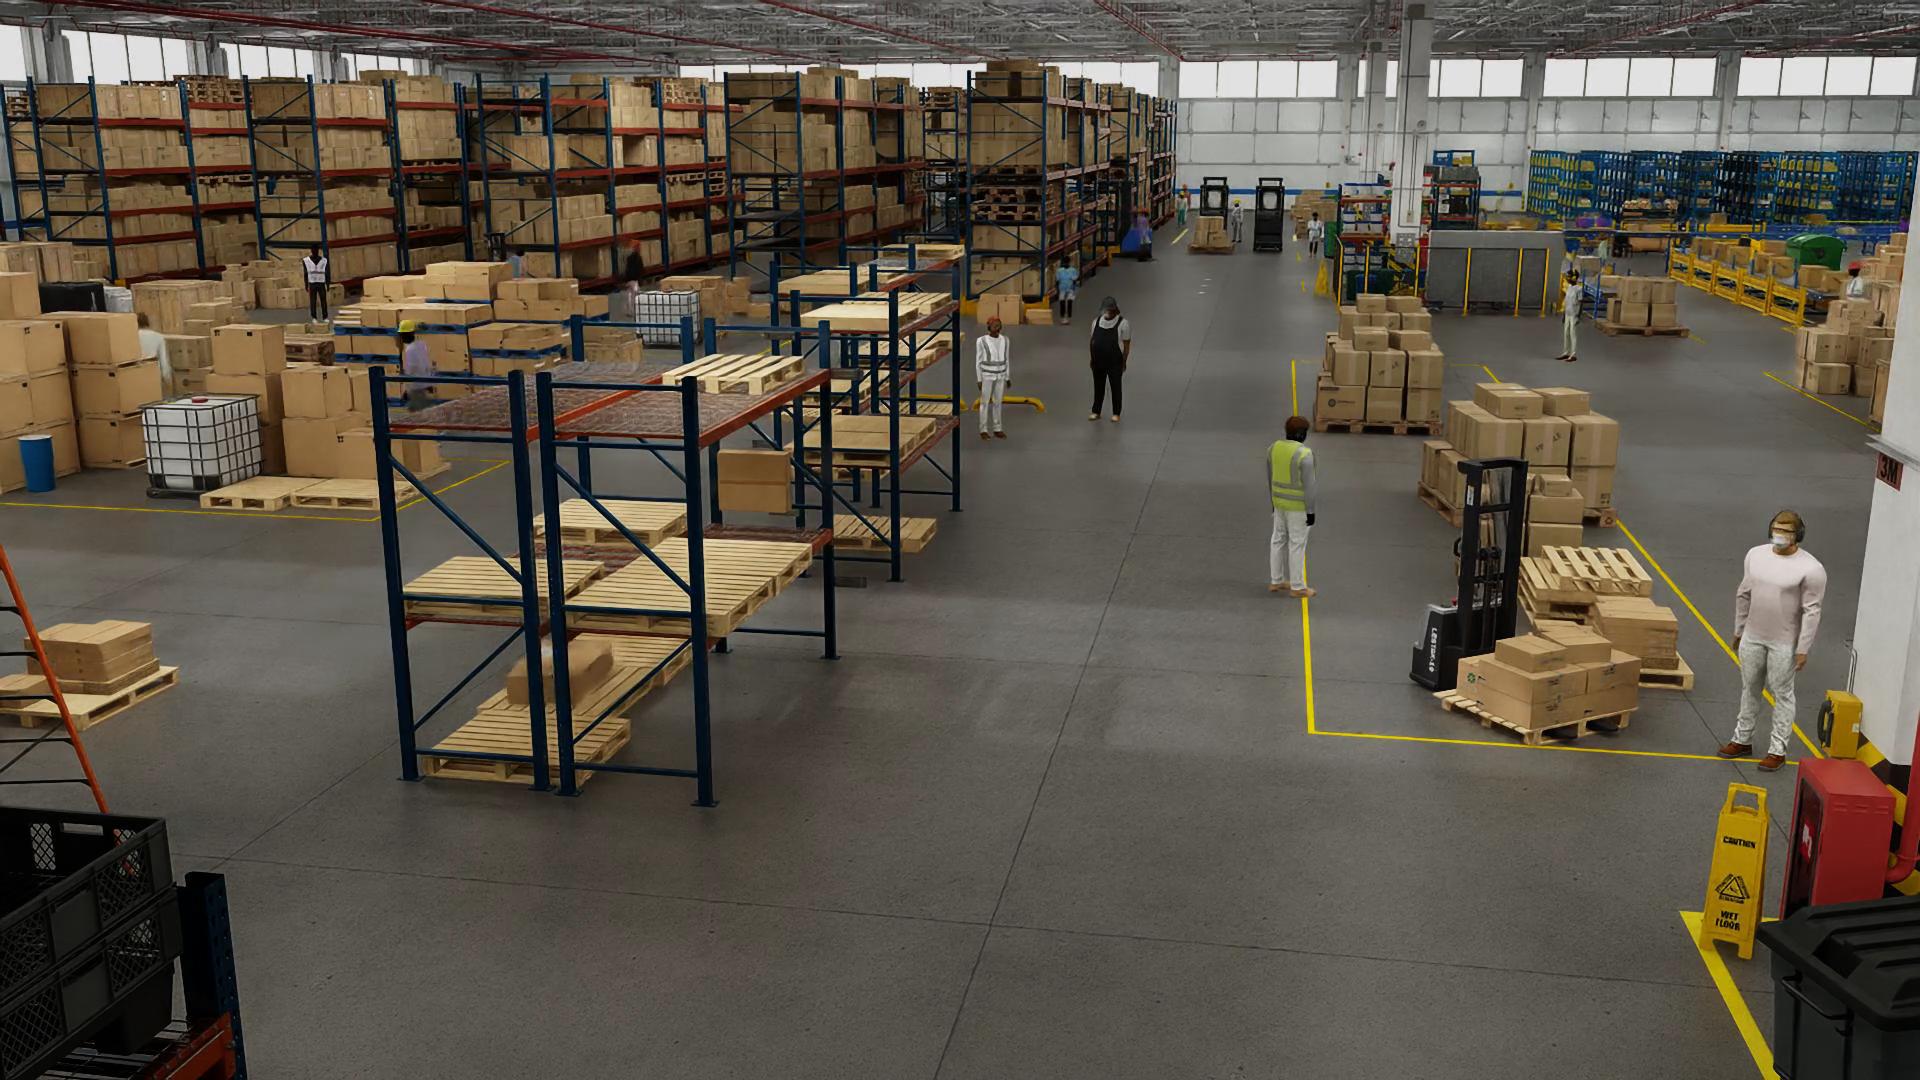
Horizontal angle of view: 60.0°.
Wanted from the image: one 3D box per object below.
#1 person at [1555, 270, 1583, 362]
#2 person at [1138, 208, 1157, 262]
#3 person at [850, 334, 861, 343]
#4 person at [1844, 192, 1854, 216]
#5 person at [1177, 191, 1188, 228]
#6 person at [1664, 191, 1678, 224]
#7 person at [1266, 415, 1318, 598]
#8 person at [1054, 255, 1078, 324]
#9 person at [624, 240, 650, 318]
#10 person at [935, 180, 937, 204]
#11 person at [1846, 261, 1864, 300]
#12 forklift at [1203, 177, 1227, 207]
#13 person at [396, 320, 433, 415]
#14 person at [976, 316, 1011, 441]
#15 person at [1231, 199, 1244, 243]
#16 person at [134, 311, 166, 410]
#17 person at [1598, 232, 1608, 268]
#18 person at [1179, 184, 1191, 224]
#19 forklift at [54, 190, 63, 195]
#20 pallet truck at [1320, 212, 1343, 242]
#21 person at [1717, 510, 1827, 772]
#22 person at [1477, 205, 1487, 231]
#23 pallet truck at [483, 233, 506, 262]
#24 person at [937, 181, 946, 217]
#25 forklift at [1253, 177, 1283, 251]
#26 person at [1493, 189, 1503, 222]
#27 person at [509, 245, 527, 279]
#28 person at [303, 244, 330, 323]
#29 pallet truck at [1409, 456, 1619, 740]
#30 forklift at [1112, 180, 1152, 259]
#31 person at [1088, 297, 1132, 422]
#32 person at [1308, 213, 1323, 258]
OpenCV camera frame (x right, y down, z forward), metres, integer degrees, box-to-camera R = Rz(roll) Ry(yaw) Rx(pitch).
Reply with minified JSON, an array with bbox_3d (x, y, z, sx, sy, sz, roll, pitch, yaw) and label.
[{"bbox_3d":[12.419,-4.554,33.791,0.327,1.863,0.514,-4,14,-14],"label":"person"},{"bbox_3d":[6.731,-10.893,59.442,0.801,1.902,0.571,-2,14,-7],"label":"person"},{"bbox_3d":[-2.099,-4.489,34.057,0.525,1.606,0.808,5,15,20],"label":"person"},{"bbox_3d":[42.077,-15.613,78.820,0.951,1.810,0.583,5,15,18],"label":"person"},{"bbox_3d":[10.704,-15.923,80.197,0.541,1.732,0.808,3,14,10],"label":"person"},{"bbox_3d":[31.971,-14.696,74.805,0.622,1.932,0.424,2,14,8],"label":"person"},{"bbox_3d":[3.354,-0.340,16.722,0.429,1.844,0.627,-9,16,-31],"label":"person"},{"bbox_3d":[2.578,-6.064,40.304,0.599,1.670,0.376,3,14,13],"label":"person"},{"bbox_3d":[-8.016,-6.473,41.409,1.002,1.935,0.624,3,14,11],"label":"person"},{"bbox_3d":[-1.522,-19.818,95.829,0.434,1.826,0.650,0,14,0],"label":"person"},{"bbox_3d":[19.231,-5.053,35.774,0.985,1.890,0.562,1,14,4],"label":"person"},{"bbox_3d":[10.080,-12.991,65.948,1.129,2.768,1.873,3,14,10],"label":"forklift"},{"bbox_3d":[-8.083,-2.295,24.524,0.730,1.899,0.628,0,14,1],"label":"person"},{"bbox_3d":[0.509,-2.454,25.222,0.573,1.883,0.356,-8,16,-29],"label":"person"},{"bbox_3d":[11.611,-13.376,69.696,0.405,1.823,0.591,-11,18,-38],"label":"person"},{"bbox_3d":[-12.482,-2.546,25.520,0.650,1.920,0.645,12,18,40],"label":"person"},{"bbox_3d":[19.406,-8.500,50.284,0.268,1.630,0.507,8,16,29],"label":"person"},{"bbox_3d":[11.284,-16.872,83.551,0.616,1.981,0.473,2,14,7],"label":"person"},{"bbox_3d":[-27.194,-9.351,51.168,1.129,2.768,1.873,3,14,10],"label":"forklift"},{"bbox_3d":[15.874,-13.227,70.310,0.680,1.201,1.601,10,17,35],"label":"pallet truck"},{"bbox_3d":[5.951,0.728,12.187,0.372,1.940,0.631,-9,16,-31],"label":"person"},{"bbox_3d":[20.551,-12.320,65.543,0.380,1.755,0.532,-1,14,-4],"label":"person"},{"bbox_3d":[-11.832,-7.026,43.548,1.885,1.965,0.823,8,16,28],"label":"pallet truck"},{"bbox_3d":[-0.983,-18.519,90.391,0.577,1.902,0.906,2,14,9],"label":"person"},{"bbox_3d":[12.083,-12.747,64.956,1.129,2.768,1.873,3,14,10],"label":"forklift"},{"bbox_3d":[26.229,-16.201,81.164,0.542,1.811,0.596,2,14,7],"label":"person"},{"bbox_3d":[-11.291,-6.584,42.191,0.961,1.797,0.655,-1,14,-3],"label":"person"},{"bbox_3d":[-15.697,-6.259,40.619,0.587,1.911,0.397,-7,15,-26],"label":"person"},{"bbox_3d":[4.504,0.400,13.395,0.823,1.965,1.885,-6,15,-23],"label":"pallet truck"},{"bbox_3d":[6.082,-11.722,60.796,1.873,2.768,1.129,2,14,9],"label":"forklift"},{"bbox_3d":[2.373,-2.911,26.751,0.674,2.000,0.535,7,15,26],"label":"person"},{"bbox_3d":[13.063,-11.203,61.211,0.537,1.652,0.858,1,14,6],"label":"person"}]
